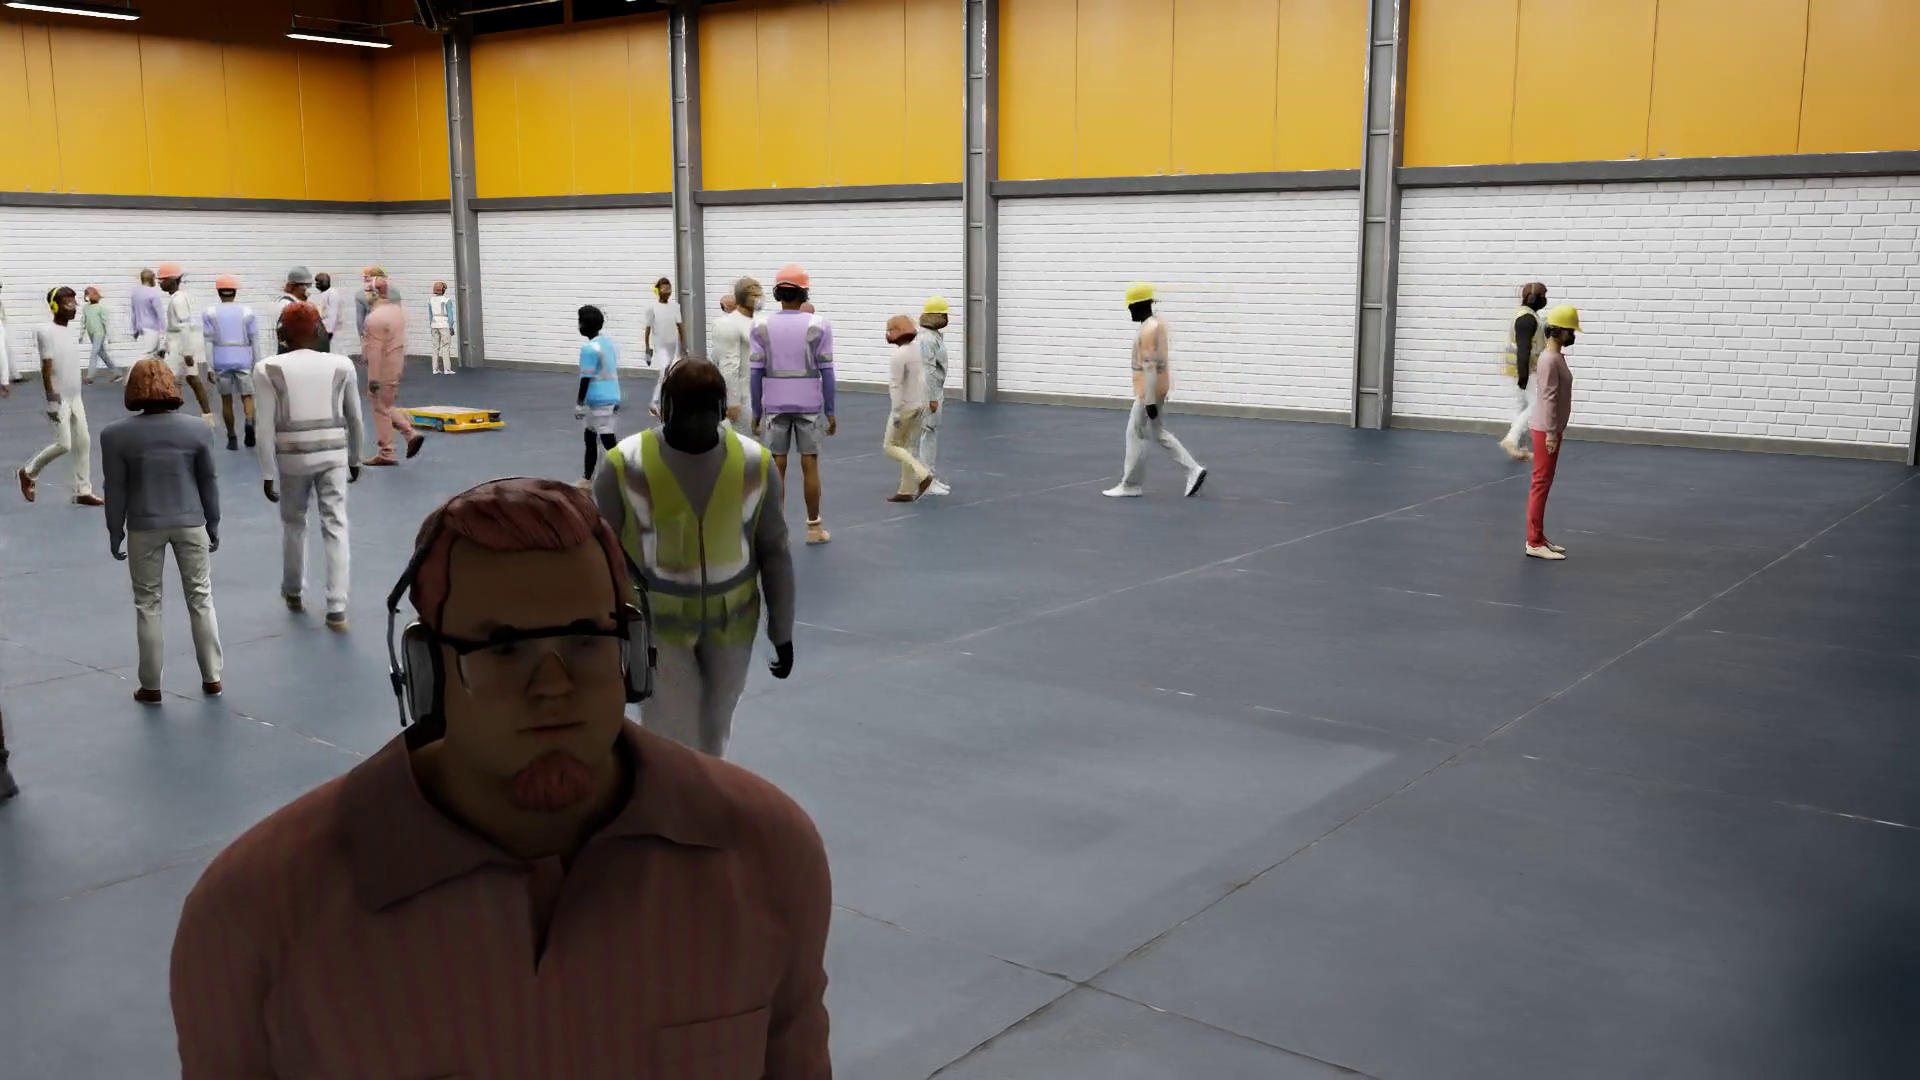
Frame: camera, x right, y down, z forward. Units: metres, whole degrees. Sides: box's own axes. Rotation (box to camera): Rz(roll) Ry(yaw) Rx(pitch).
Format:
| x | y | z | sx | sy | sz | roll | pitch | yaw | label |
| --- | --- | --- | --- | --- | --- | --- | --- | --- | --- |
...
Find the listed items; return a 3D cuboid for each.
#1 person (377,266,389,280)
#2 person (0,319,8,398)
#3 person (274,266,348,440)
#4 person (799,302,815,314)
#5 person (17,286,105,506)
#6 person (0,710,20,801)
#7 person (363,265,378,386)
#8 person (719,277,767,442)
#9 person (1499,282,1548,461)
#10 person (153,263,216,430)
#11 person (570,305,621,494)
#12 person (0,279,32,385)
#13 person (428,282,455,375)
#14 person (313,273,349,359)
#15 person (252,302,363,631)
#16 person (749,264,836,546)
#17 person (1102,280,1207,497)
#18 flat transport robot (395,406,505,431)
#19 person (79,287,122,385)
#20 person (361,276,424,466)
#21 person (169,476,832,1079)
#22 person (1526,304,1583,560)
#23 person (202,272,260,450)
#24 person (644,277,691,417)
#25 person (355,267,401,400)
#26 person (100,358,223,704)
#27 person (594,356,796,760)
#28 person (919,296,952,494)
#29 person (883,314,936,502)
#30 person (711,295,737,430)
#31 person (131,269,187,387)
| x | y | z | sx | sy | sz | roll | pitch | yaw | label |
| --- | --- | --- | --- | --- | --- | --- | --- | --- | --- |
| -9.989 | -3.787 | 28.835 | 0.627 | 1.901 | 0.612 | -7 | 12 | -35 | person |
| -9.399 | -1.538 | 15.894 | 0.591 | 1.863 | 0.743 | -9 | 13 | -43 | person |
| -7.268 | -2.065 | 18.426 | 1.041 | 2.000 | 0.700 | 1 | 10 | 5 | person |
| -2.212 | -2.700 | 22.923 | 0.313 | 1.769 | 0.525 | 7 | 12 | 37 | person |
| -7.523 | -1.186 | 13.867 | 0.664 | 1.853 | 0.539 | 1 | 10 | 6 | person |
| -3.928 | 0.075 | 6.428 | 0.451 | 1.884 | 0.736 | -4 | 11 | -23 | person |
| -9.304 | -3.390 | 26.443 | 0.359 | 1.938 | 0.547 | -4 | 10 | -21 | person |
| -1.661 | -1.116 | 13.307 | 0.572 | 1.933 | 0.644 | 2 | 10 | 14 | person |
| 5.779 | -1.702 | 16.925 | 0.446 | 1.829 | 0.654 | 3 | 10 | 18 | person |
| -9.372 | -2.263 | 19.686 | 0.981 | 1.998 | 0.614 | -3 | 10 | -19 | person |
| -3.210 | -1.193 | 14.413 | 0.750 | 1.662 | 0.546 | 1 | 10 | 6 | person |
| -15.434 | -3.375 | 26.737 | 0.613 | 1.794 | 0.824 | 7 | 12 | 35 | person |
| -9.128 | -3.721 | 29.266 | 0.508 | 1.629 | 0.316 | 5 | 11 | 25 | person |
| -10.254 | -3.380 | 26.775 | 0.916 | 1.797 | 0.652 | -9 | 14 | -44 | person |
| -3.739 | -0.441 | 9.566 | 0.598 | 1.825 | 0.990 | -6 | 11 | -30 | person |
| -1.208 | -0.967 | 12.048 | 0.636 | 2.038 | 0.393 | 1 | 10 | 4 | person |
| 1.694 | -1.295 | 14.360 | 0.834 | 1.895 | 0.641 | 3 | 10 | 15 | person |
| -6.255 | -1.488 | 20.213 | 1.431 | 0.197 | 0.652 | 7 | 12 | 37 | flat transport robot |
| -14.090 | -3.338 | 27.160 | 0.513 | 1.593 | 0.868 | 5 | 11 | 25 | person |
| -5.725 | -1.680 | 16.600 | 0.485 | 1.892 | 0.669 | 0 | 10 | 2 | person |
| -0.397 | 0.886 | 1.624 | 0.643 | 1.913 | 0.410 | -5 | 11 | -26 | person |
| 4.132 | -0.753 | 11.593 | 0.318 | 1.766 | 0.525 | 4 | 10 | 20 | person |
| -7.772 | -1.891 | 17.786 | 0.553 | 1.922 | 0.665 | -5 | 11 | -29 | person |
| -3.777 | -2.443 | 21.292 | 0.519 | 1.827 | 0.985 | -10 | 14 | -44 | person |
| -8.389 | -2.974 | 24.060 | 0.630 | 1.931 | 0.373 | -3 | 10 | -15 | person |
| -3.755 | -0.041 | 7.861 | 0.496 | 1.626 | 0.287 | -6 | 12 | -33 | person |
| -0.866 | 0.283 | 5.522 | 0.630 | 1.787 | 0.995 | -4 | 10 | -21 | person |
| -0.215 | -1.279 | 14.713 | 0.304 | 1.743 | 0.494 | 0 | 10 | 2 | person |
| -0.439 | -1.095 | 14.041 | 0.417 | 1.612 | 0.501 | 4 | 10 | 21 | person |
| -2.673 | -2.038 | 19.440 | 0.523 | 1.638 | 0.310 | -7 | 12 | -35 | person |
| -12.635 | -3.278 | 25.950 | 0.649 | 1.889 | 1.012 | 7 | 12 | 34 | person |
